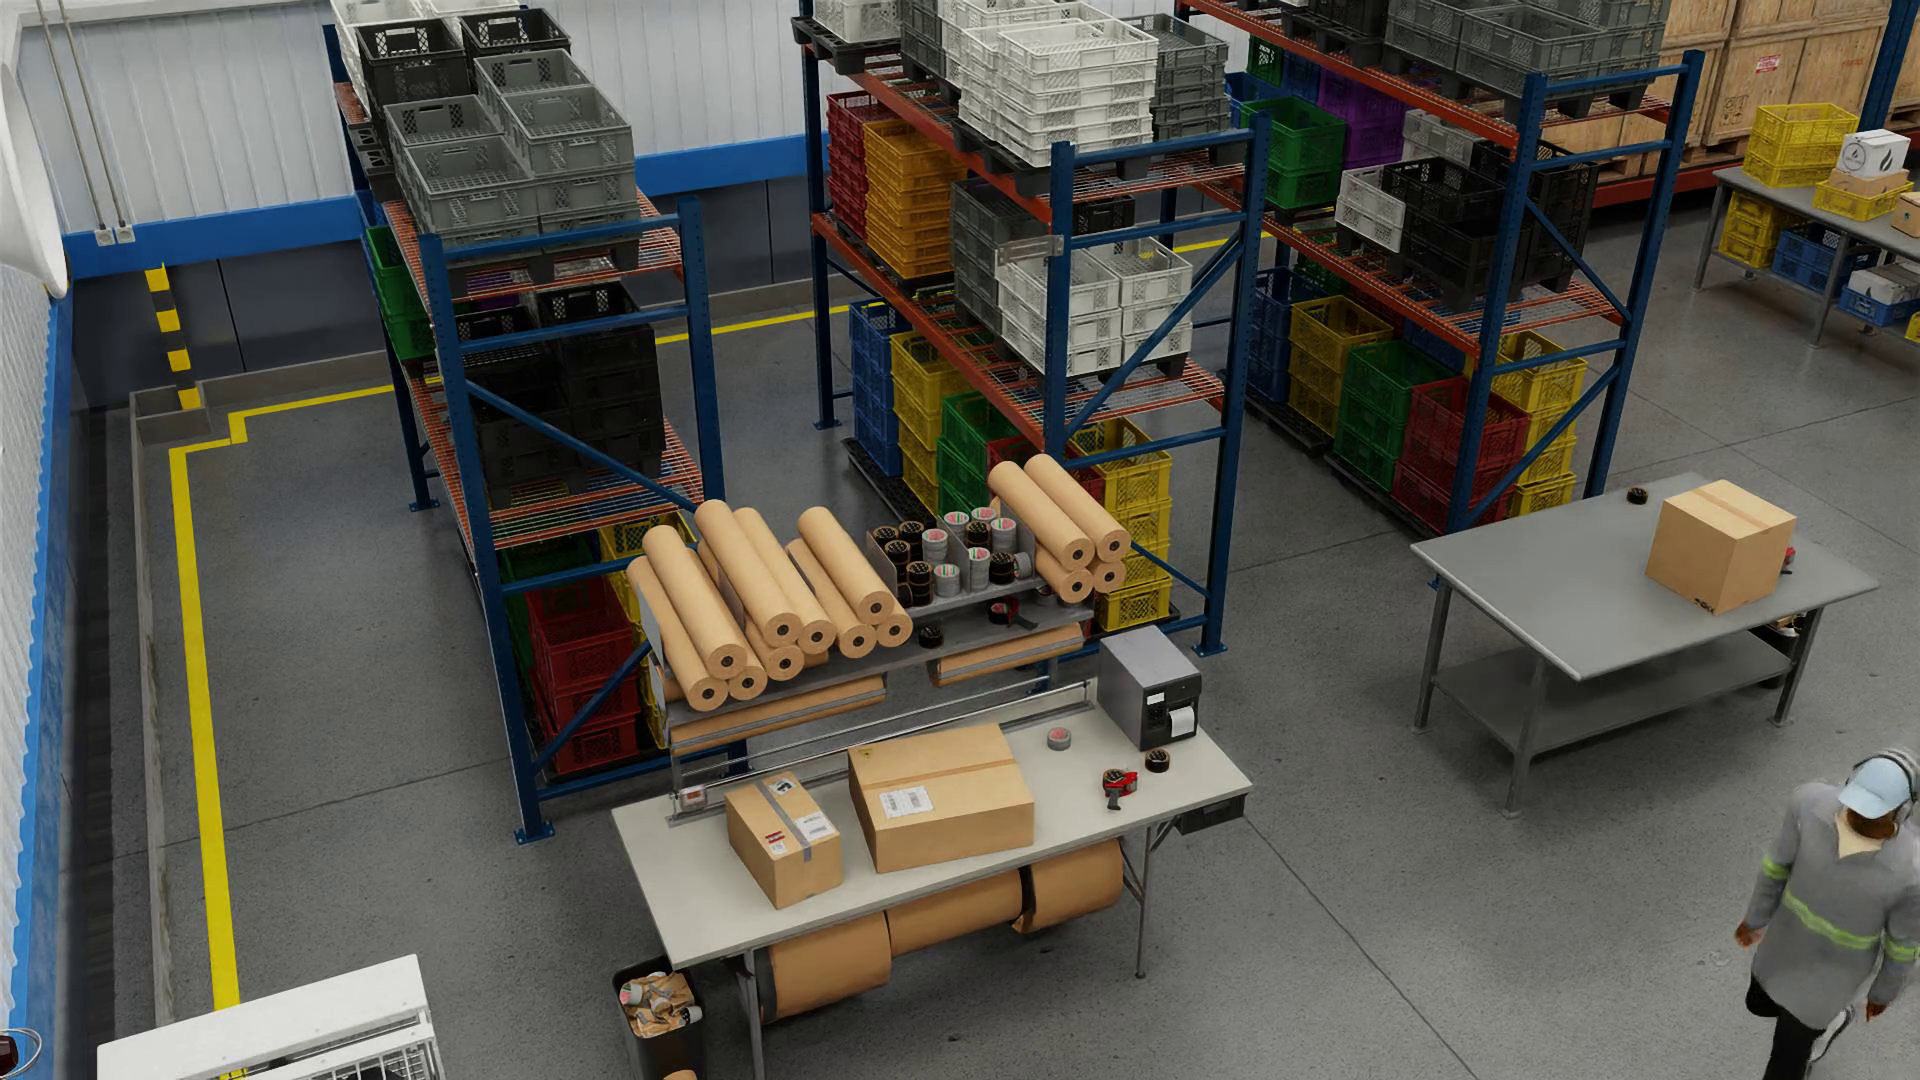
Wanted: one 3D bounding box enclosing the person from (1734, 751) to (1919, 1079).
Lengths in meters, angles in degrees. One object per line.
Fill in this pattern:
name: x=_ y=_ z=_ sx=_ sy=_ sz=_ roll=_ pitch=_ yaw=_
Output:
person: x=3.198 y=1.468 z=6.090 sx=0.704 sy=1.834 sz=0.579 roll=-15 pitch=34 yaw=-22
